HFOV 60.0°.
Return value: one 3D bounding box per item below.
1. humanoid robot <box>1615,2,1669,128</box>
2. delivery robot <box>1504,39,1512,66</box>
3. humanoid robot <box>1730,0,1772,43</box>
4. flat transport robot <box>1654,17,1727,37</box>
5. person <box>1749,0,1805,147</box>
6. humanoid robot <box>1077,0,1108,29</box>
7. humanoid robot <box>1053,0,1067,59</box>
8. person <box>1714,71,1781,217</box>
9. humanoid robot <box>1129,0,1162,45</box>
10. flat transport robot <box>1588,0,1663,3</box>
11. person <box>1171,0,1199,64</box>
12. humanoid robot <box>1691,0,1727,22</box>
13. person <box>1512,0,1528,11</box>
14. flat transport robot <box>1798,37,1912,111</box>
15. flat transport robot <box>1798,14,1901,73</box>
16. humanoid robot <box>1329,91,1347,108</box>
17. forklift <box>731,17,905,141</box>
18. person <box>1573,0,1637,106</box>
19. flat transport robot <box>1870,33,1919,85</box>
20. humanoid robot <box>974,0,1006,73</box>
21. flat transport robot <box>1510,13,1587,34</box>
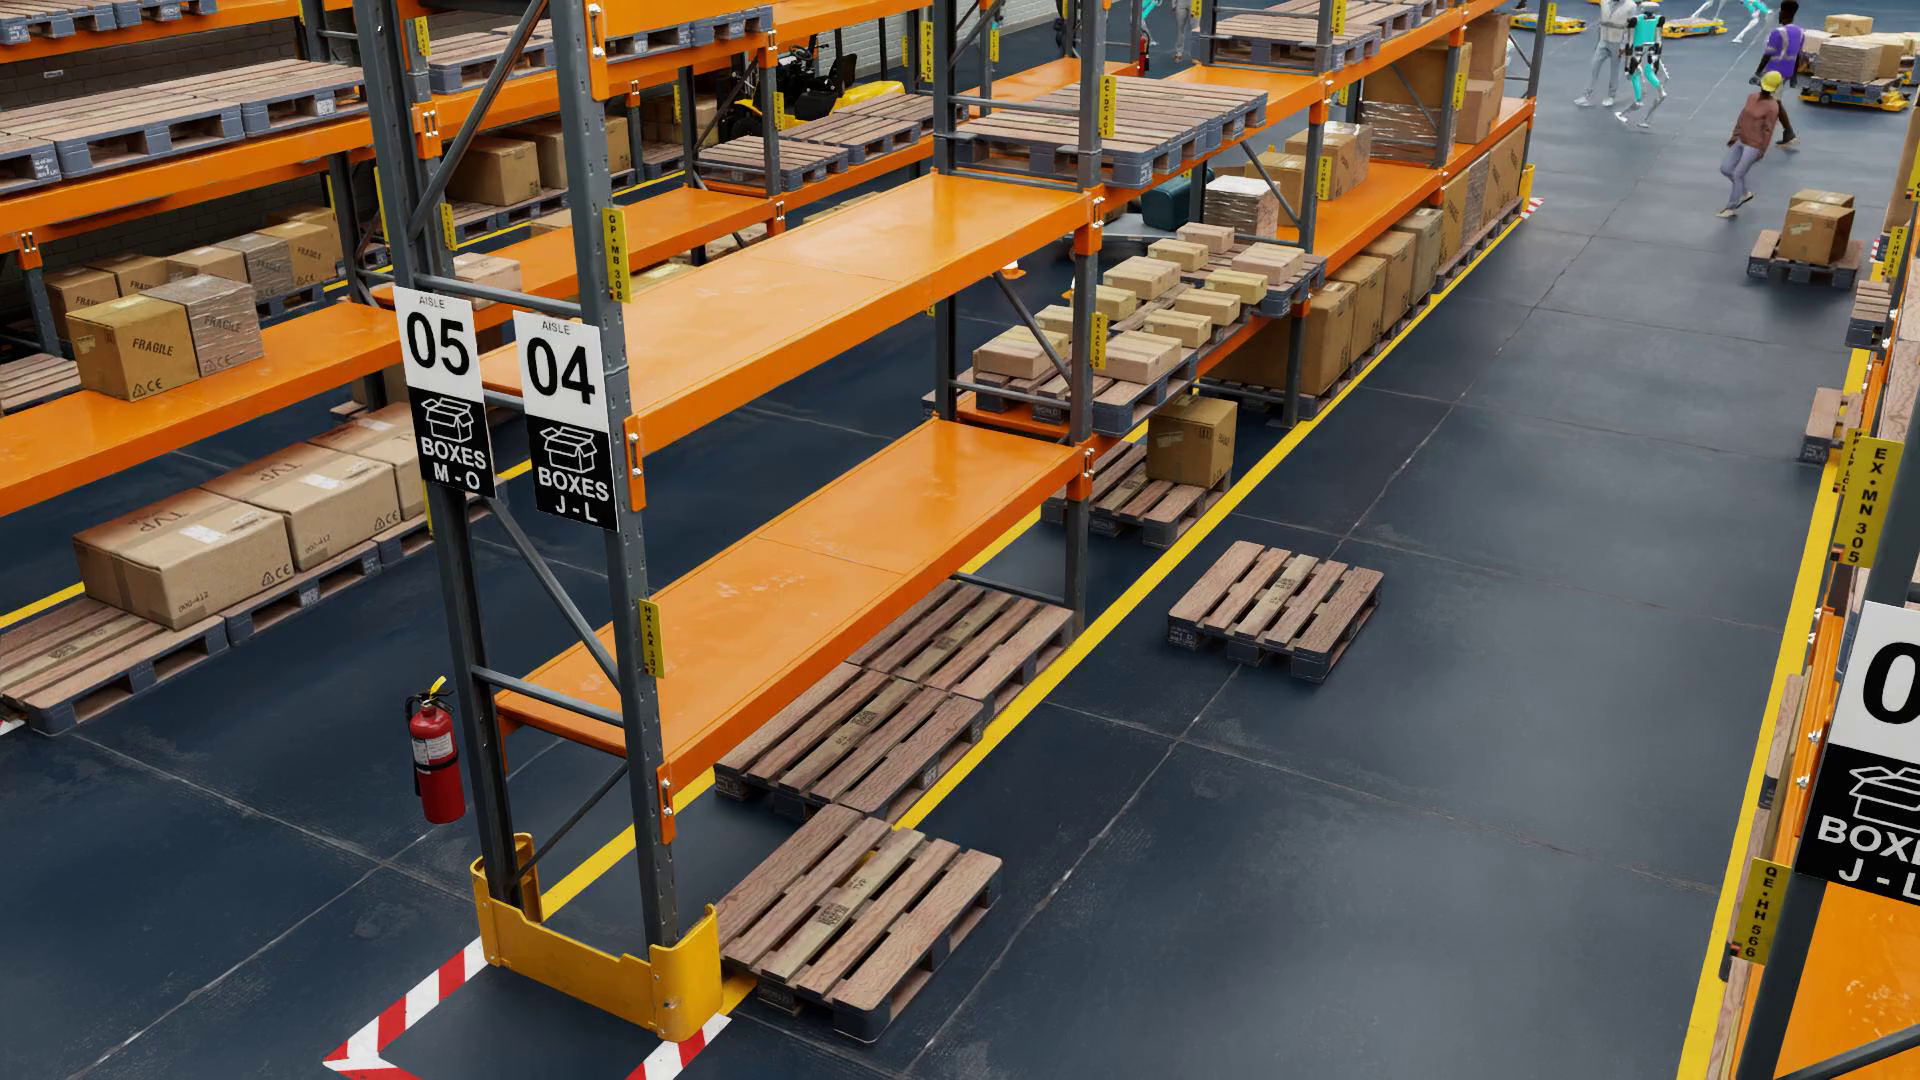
[{"bbox_3d":[9.689,-6.649,23.452,0.536,1.720,1.011,-3,26,-7],"label":"humanoid robot"},{"bbox_3d":[9.075,-8.424,28.534,0.809,0.611,0.499,8,27,17],"label":"delivery robot"},{"bbox_3d":[14.661,-9.966,30.387,0.926,1.789,0.558,1,26,3],"label":"humanoid robot"},{"bbox_3d":[13.775,-9.699,31.496,1.431,0.231,0.659,-13,28,-24],"label":"flat transport robot"},{"bbox_3d":[11.202,-6.360,22.659,0.605,1.923,0.961,-17,30,-31],"label":"person"},{"bbox_3d":[2.183,-8.580,27.494,0.537,1.796,0.737,2,26,4],"label":"humanoid robot"},{"bbox_3d":[1.656,-8.185,26.724,0.345,1.653,0.589,3,26,5],"label":"humanoid robot"},{"bbox_3d":[9.068,-4.537,19.103,0.402,1.711,0.565,-3,26,-6],"label":"person"},{"bbox_3d":[3.359,-9.838,30.088,0.762,1.787,0.540,-10,28,-20],"label":"humanoid robot"},{"bbox_3d":[14.113,-11.492,35.222,1.431,0.231,0.659,-10,27,-20],"label":"flat transport robot"},{"bbox_3d":[3.908,-9.136,28.416,0.624,1.932,0.365,11,28,21],"label":"person"},{"bbox_3d":[14.787,-11.003,32.537,0.885,1.782,0.558,2,26,3],"label":"humanoid robot"},{"bbox_3d":[11.234,-11.806,33.994,1.041,1.902,0.616,8,27,17],"label":"person"},{"bbox_3d":[13.681,-6.779,25.428,1.431,0.231,0.659,21,33,37],"label":"flat transport robot"},{"bbox_3d":[14.512,-7.737,27.420,0.659,0.231,1.431,-11,28,-22],"label":"flat transport robot"},{"bbox_3d":[5.742,-7.349,24.986,0.327,1.649,0.586,20,32,35],"label":"humanoid robot"},{"bbox_3d":[-1.819,-5.975,21.543,2.313,2.155,1.214,14,29,26],"label":"forklift"},{"bbox_3d":[9.716,-7.435,24.932,0.926,1.877,0.607,-20,32,-35],"label":"person"},{"bbox_3d":[15.503,-7.678,27.296,0.659,0.231,1.431,-2,26,-4],"label":"flat transport robot"},{"bbox_3d":[0.402,-8.717,27.754,0.859,1.761,0.596,-23,34,-40],"label":"humanoid robot"},{"bbox_3d":[11.238,-9.926,31.966,0.659,0.231,1.431,-20,32,-36],"label":"flat transport robot"}]
